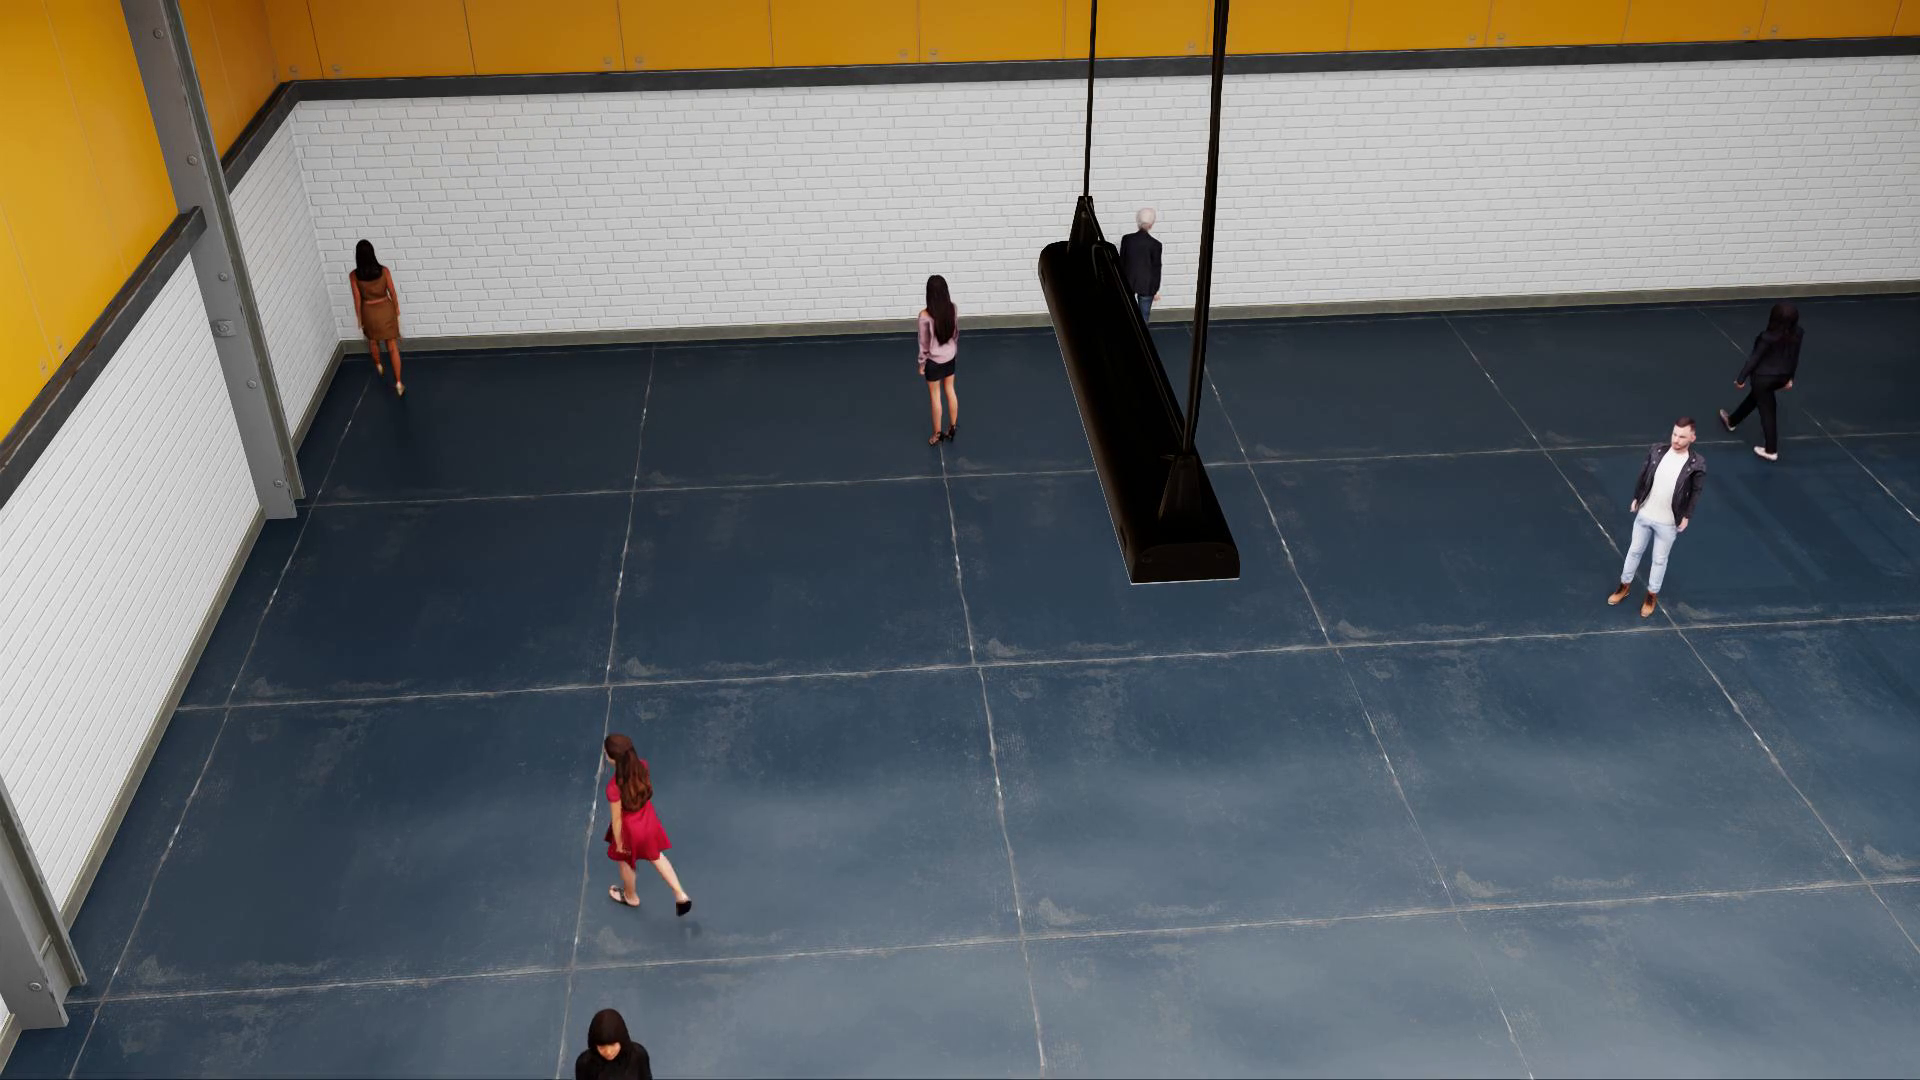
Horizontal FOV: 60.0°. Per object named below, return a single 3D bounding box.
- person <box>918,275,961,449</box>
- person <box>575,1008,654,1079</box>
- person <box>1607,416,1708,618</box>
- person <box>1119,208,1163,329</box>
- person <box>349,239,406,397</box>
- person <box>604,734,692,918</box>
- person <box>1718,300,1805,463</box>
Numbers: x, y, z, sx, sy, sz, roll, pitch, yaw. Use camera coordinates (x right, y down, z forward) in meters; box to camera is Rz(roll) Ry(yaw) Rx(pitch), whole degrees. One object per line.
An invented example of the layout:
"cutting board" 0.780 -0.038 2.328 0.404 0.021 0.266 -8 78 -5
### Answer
"person" -0.189 -1.740 16.231 0.691 1.811 0.689 -20 39 -28
"person" -1.868 3.099 9.113 0.659 1.631 0.887 -8 34 -12
"person" 5.866 -0.228 13.932 0.726 1.836 0.785 25 41 32
"person" 1.825 -2.669 17.535 0.838 1.785 0.763 15 36 21
"person" -5.972 -2.258 17.146 0.789 1.661 1.027 -14 36 -20
"person" -2.097 1.902 10.997 0.950 1.539 0.916 22 39 29
"person" 7.892 -1.509 16.103 0.901 1.567 1.192 -13 36 -19
